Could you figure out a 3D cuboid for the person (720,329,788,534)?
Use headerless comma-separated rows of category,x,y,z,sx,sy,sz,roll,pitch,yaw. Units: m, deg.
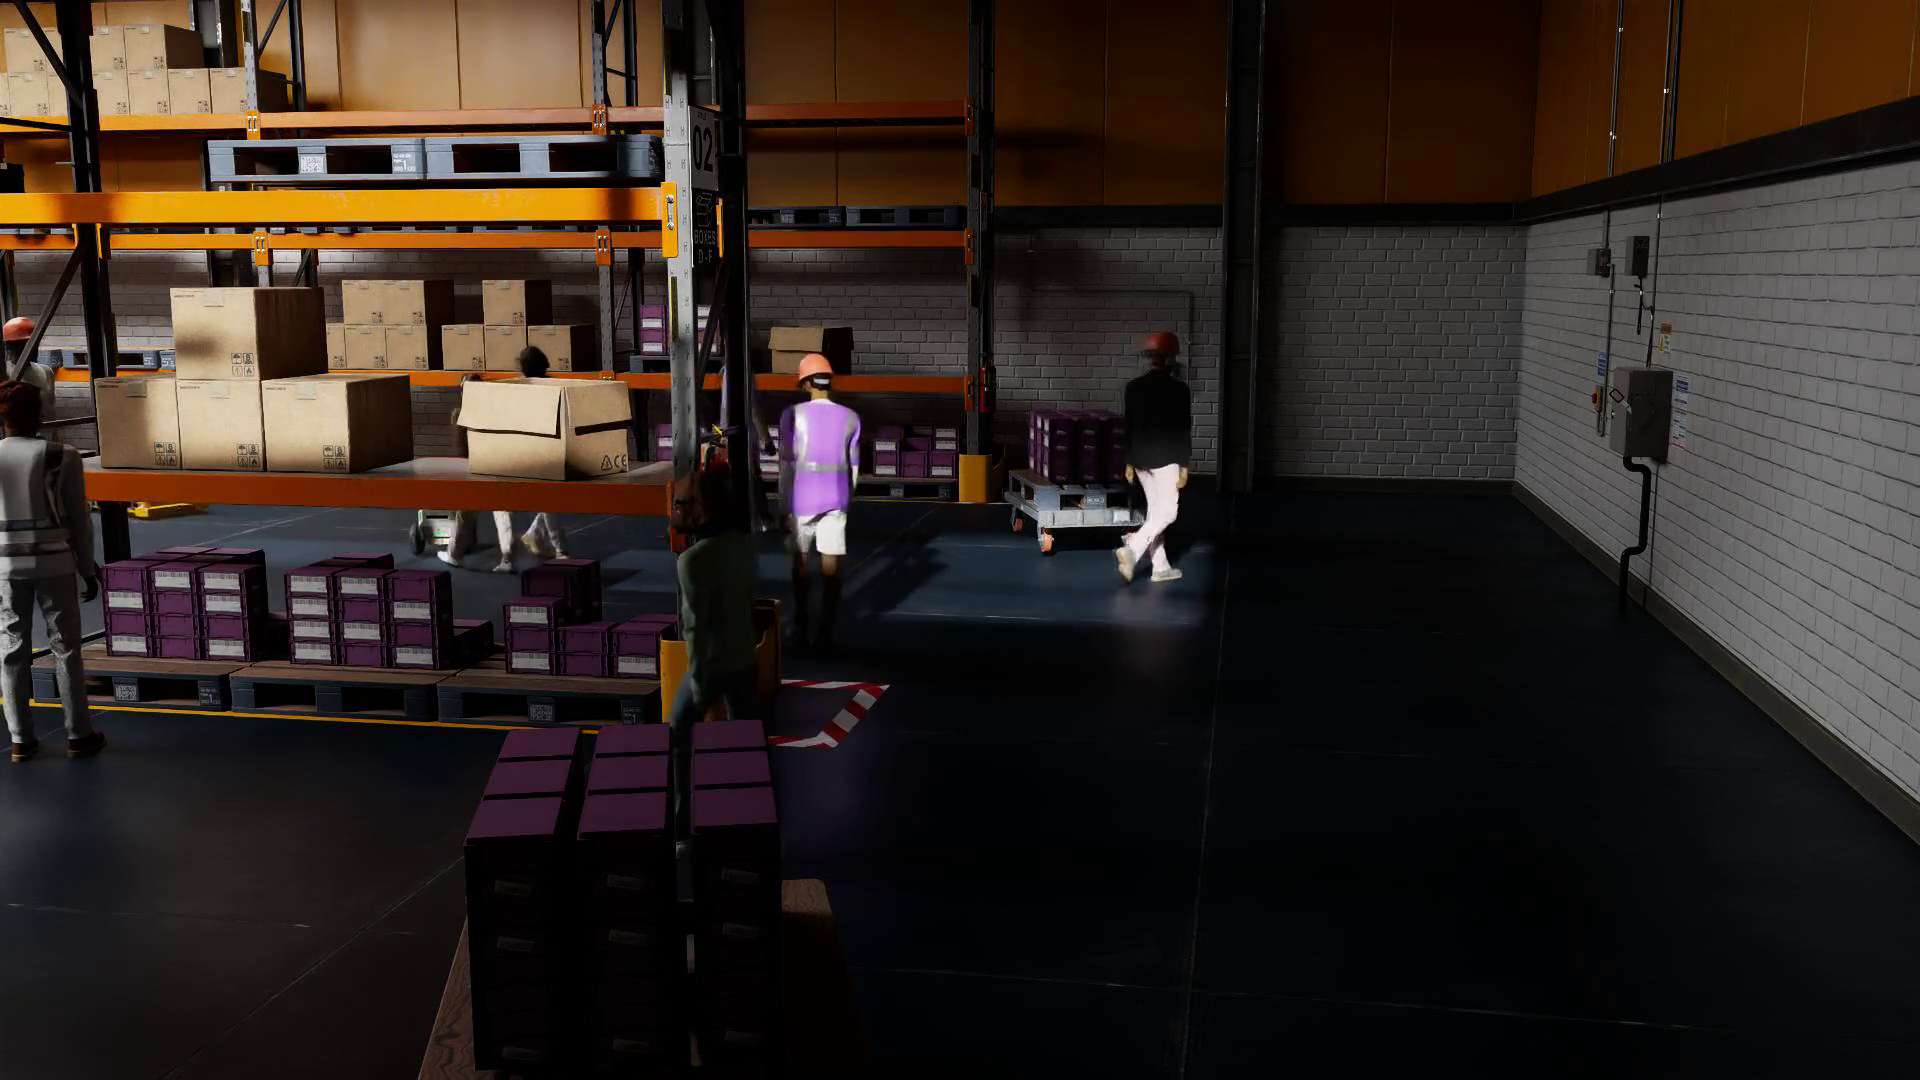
person,-1.876,-0.946,15.021,0.921,1.882,0.605,-3,10,-20

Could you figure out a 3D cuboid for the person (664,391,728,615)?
person,-1.632,-0.125,10.658,0.874,1.649,0.531,1,9,7

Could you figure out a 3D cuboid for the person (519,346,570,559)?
person,-3.437,-0.702,13.788,0.616,1.804,0.686,6,11,33

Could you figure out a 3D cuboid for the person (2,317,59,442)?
person,-7.478,-0.758,13.366,0.364,2.048,0.608,3,10,19

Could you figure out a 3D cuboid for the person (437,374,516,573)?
person,-3.883,-0.532,13.353,0.854,1.586,0.527,6,11,34

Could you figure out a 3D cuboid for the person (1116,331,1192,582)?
person,1.459,-0.613,12.737,0.769,1.972,0.613,-9,13,-43

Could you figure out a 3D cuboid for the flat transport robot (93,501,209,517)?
flat transport robot,-8.298,-0.418,16.752,1.431,0.197,0.652,6,11,32

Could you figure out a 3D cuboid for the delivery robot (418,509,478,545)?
delivery robot,-4.418,-0.222,14.360,0.477,0.478,0.707,-1,9,-1

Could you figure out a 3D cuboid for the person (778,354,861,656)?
person,-0.920,-0.235,10.621,0.569,1.881,0.799,-3,10,-20

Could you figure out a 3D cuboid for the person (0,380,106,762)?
person,-4.564,0.157,8.200,0.572,1.884,0.355,-2,9,-13

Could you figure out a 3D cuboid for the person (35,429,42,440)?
person,-7.208,-0.568,12.595,0.586,1.918,0.966,3,10,19

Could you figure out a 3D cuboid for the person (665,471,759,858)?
person,-1.046,0.522,6.792,0.662,1.612,0.520,5,10,27
